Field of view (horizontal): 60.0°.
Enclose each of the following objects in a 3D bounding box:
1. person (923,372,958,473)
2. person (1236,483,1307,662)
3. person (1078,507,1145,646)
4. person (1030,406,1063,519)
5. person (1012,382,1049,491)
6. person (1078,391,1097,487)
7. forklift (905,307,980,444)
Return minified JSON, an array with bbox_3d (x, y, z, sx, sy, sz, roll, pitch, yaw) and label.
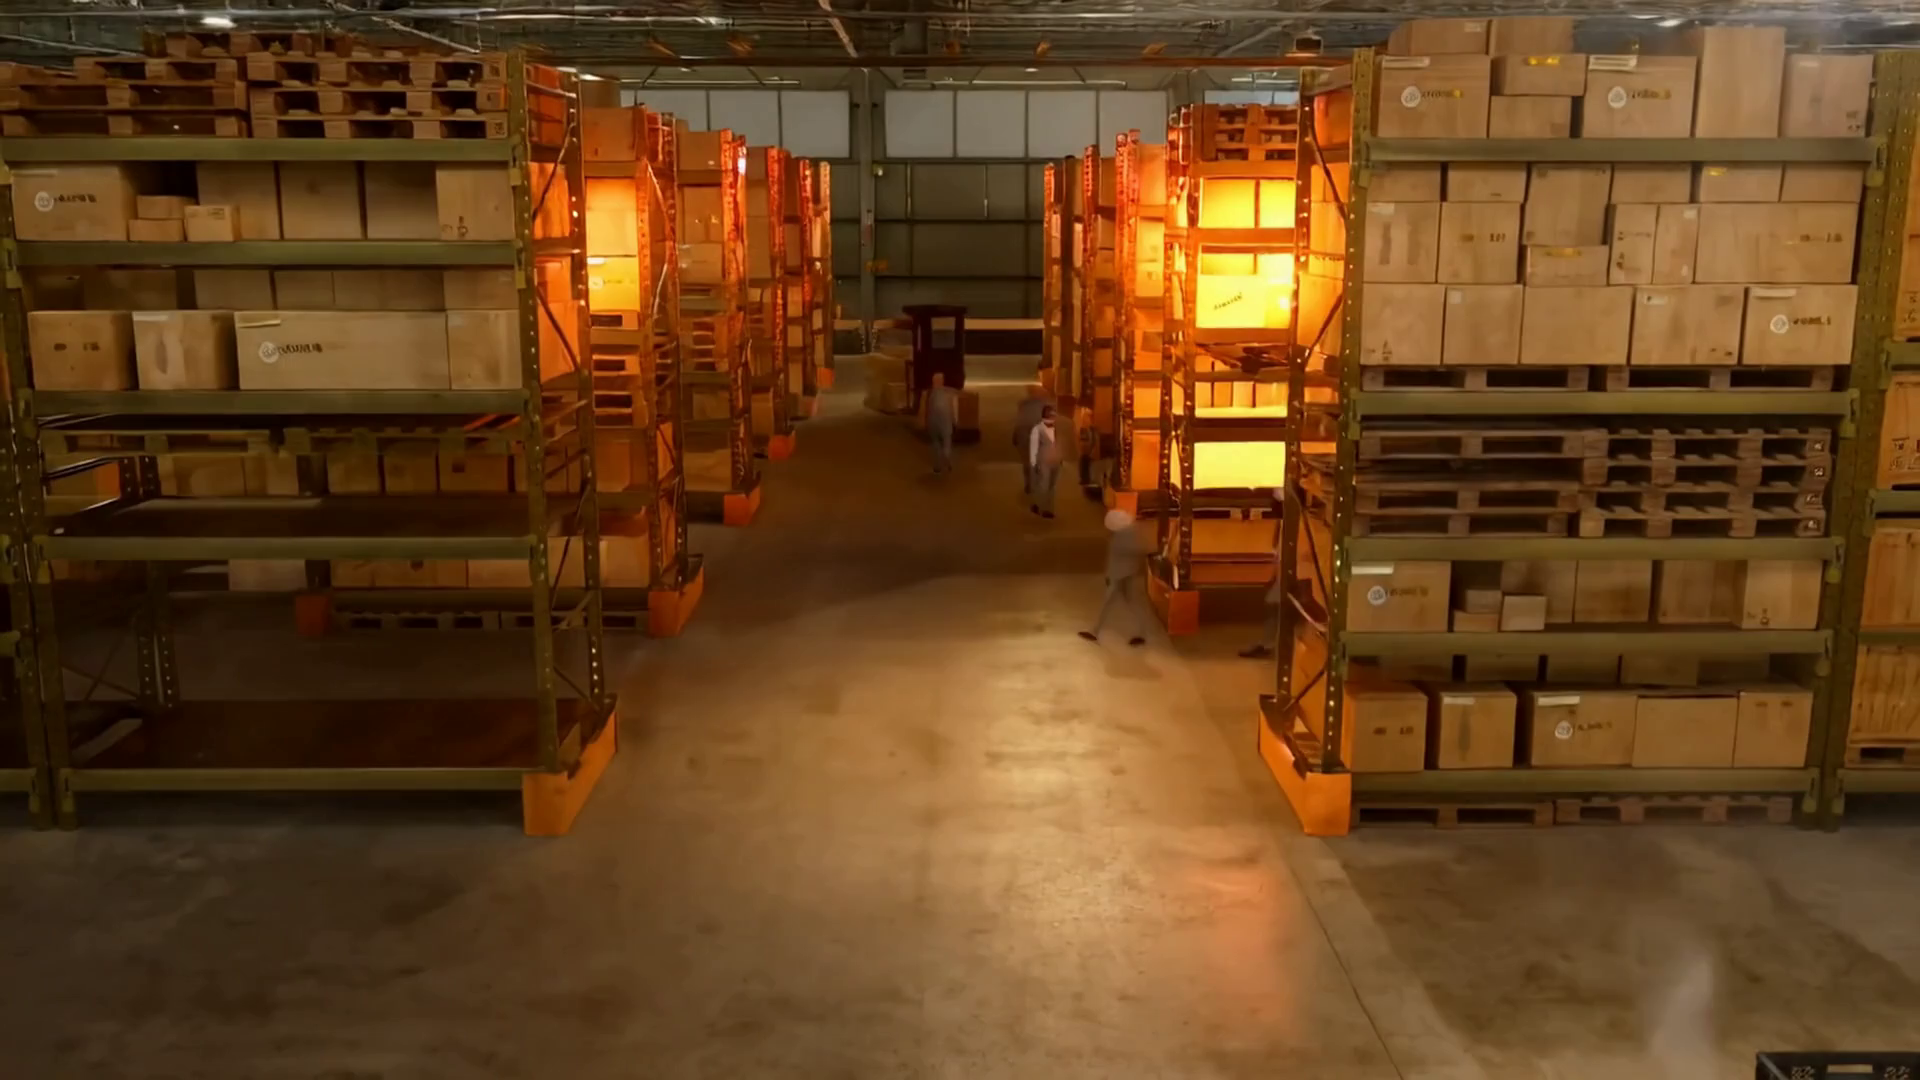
[{"bbox_3d":[-0.366,-2.183,30.974,0.672,1.888,0.460,-2,12,-10],"label":"person"},{"bbox_3d":[3.606,0.362,18.133,1.043,2.001,0.625,1,11,3],"label":"person"},{"bbox_3d":[1.775,0.410,18.892,0.831,1.586,0.505,10,15,40],"label":"person"},{"bbox_3d":[1.389,-1.232,26.446,0.625,1.816,0.422,-8,14,-34],"label":"person"},{"bbox_3d":[1.243,-1.836,29.279,0.654,1.877,0.797,-1,11,-4],"label":"person"},{"bbox_3d":[2.264,-1.793,29.539,0.322,1.693,0.535,-1,11,-6],"label":"person"},{"bbox_3d":[-0.357,-3.525,35.170,1.129,2.768,1.873,-4,12,-19],"label":"forklift"}]
